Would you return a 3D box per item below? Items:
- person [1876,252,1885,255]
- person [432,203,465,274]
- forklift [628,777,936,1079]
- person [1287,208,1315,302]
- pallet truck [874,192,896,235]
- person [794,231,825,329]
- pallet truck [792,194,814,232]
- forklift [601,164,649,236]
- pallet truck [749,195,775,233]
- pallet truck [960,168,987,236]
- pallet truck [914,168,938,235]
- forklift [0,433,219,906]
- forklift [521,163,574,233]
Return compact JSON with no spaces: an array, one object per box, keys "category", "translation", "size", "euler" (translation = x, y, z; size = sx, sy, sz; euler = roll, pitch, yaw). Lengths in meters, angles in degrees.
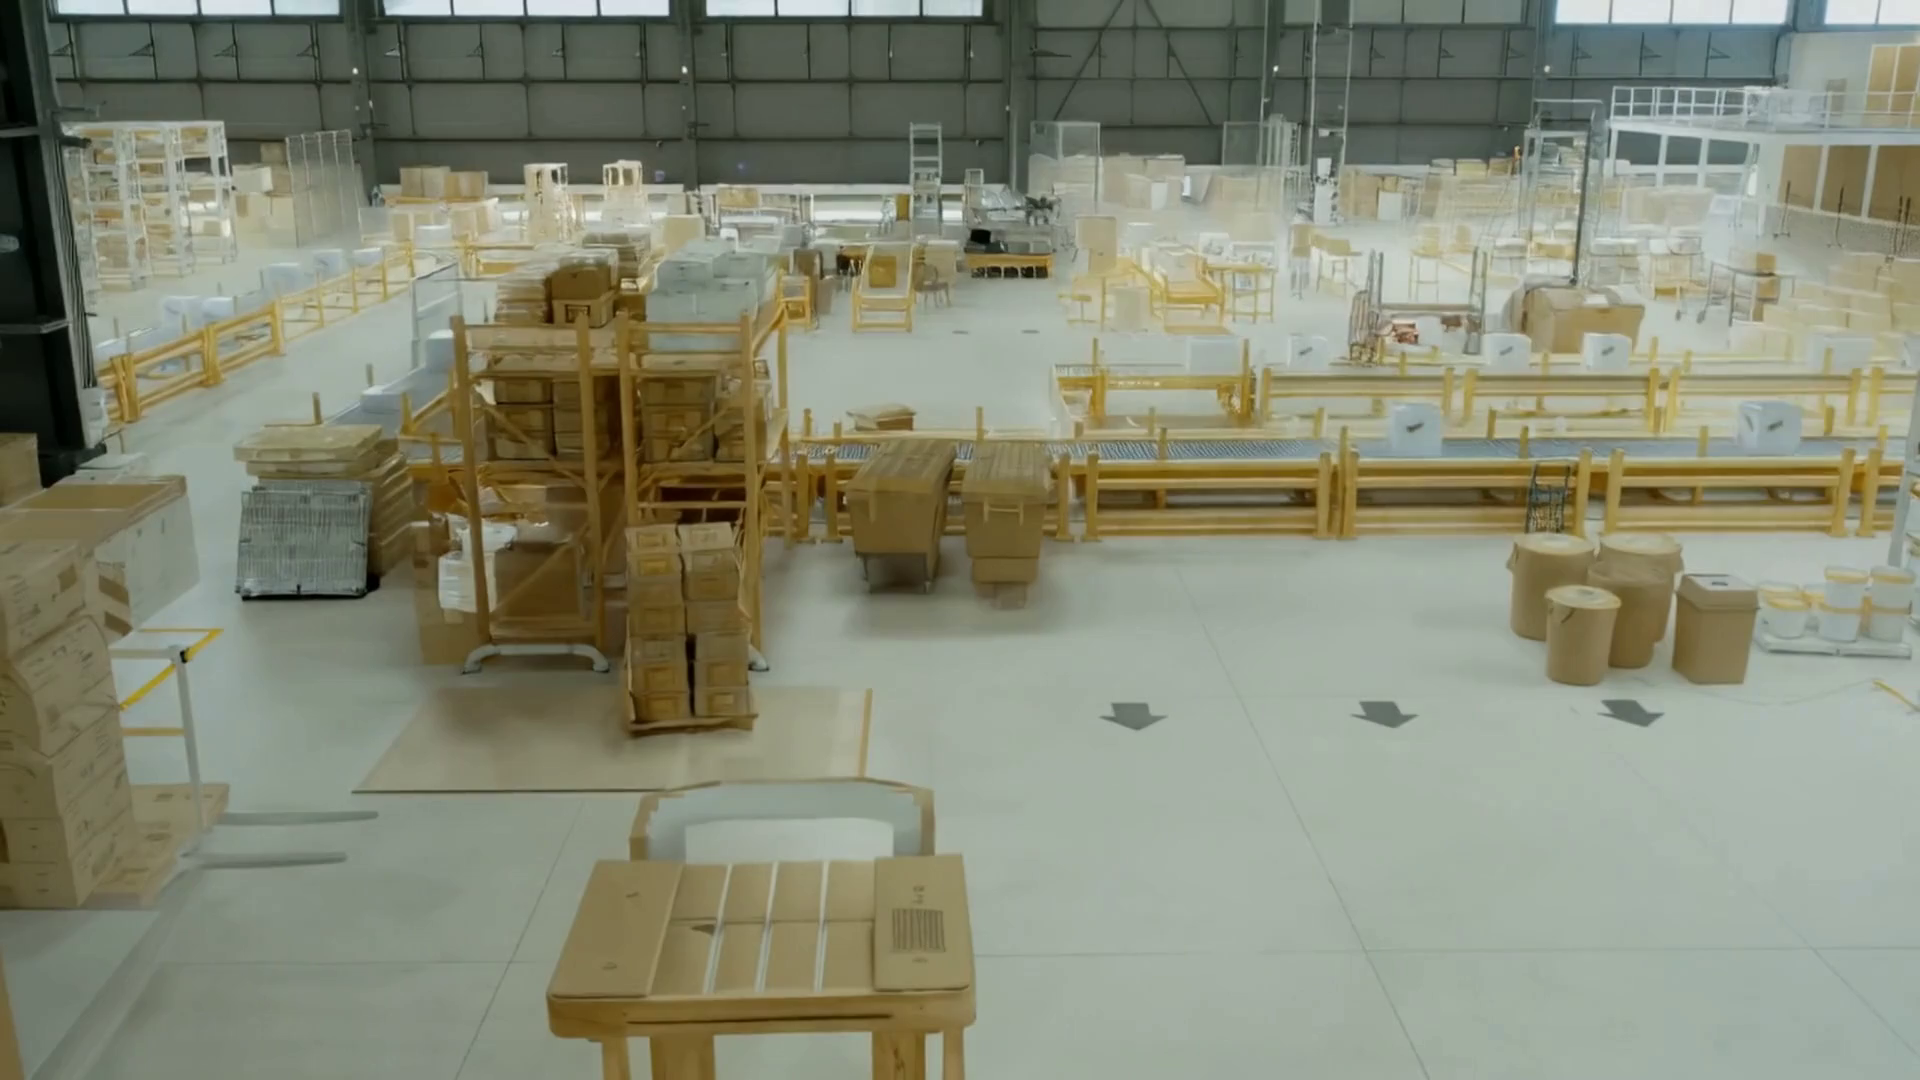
[{"category":"person","translation":[16.143,-4.142,29.259],"size":[0.995,1.884,0.558],"euler":[4,16,13]},{"category":"person","translation":[-12.650,-7.413,40.919],"size":[0.928,1.716,0.545],"euler":[-9,18,-28]},{"category":"forklift","translation":[-0.542,2.165,5.552],"size":[1.129,2.768,1.873],"euler":[-1,16,-2]},{"category":"person","translation":[7.420,-6.229,36.305],"size":[0.612,1.985,1.049],"euler":[1,16,3]},{"category":"pallet truck","translation":[-2.277,-9.986,50.594],"size":[0.653,1.274,1.630],"euler":[0,16,-1]},{"category":"person","translation":[-2.950,-5.059,32.401],"size":[0.642,1.905,0.399],"euler":[6,17,19]},{"category":"pallet truck","translation":[-4.814,-9.883,50.259],"size":[0.704,1.261,1.522],"euler":[-1,16,-3]},{"category":"forklift","translation":[-9.948,-10.127,49.296],"size":[1.157,1.987,2.680],"euler":[-1,16,-3]},{"category":"pallet truck","translation":[-6.051,-9.967,50.660],"size":[0.680,1.201,1.601],"euler":[0,16,-1]},{"category":"pallet truck","translation":[0.383,-10.230,50.206],"size":[0.823,1.965,1.885],"euler":[-1,16,-3]},{"category":"pallet truck","translation":[-0.989,-10.316,50.507],"size":[0.823,1.965,1.885],"euler":[1,16,3]},{"category":"forklift","translation":[-5.952,0.780,10.366],"size":[1.873,2.768,1.129],"euler":[0,16,-1]},{"category":"forklift","translation":[-12.233,-10.122,49.298],"size":[1.157,1.987,2.680],"euler":[0,16,-1]}]
